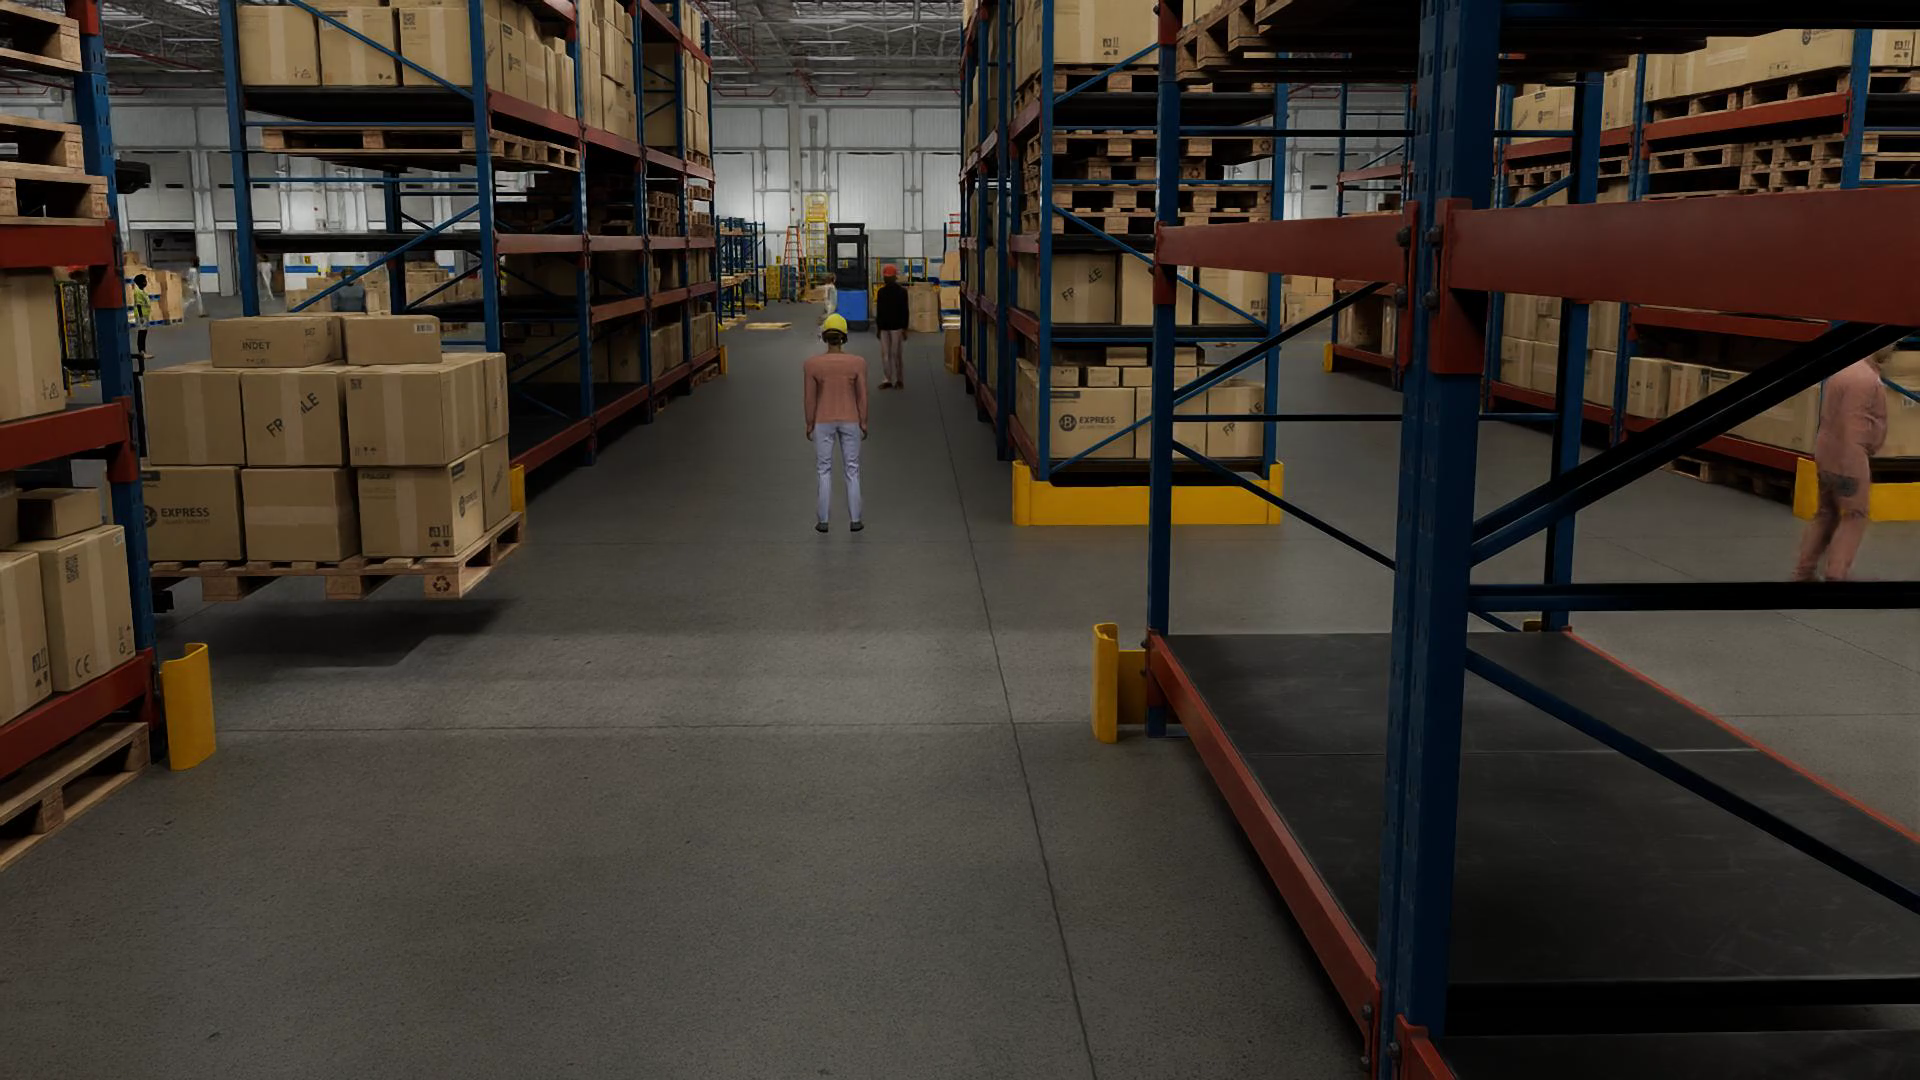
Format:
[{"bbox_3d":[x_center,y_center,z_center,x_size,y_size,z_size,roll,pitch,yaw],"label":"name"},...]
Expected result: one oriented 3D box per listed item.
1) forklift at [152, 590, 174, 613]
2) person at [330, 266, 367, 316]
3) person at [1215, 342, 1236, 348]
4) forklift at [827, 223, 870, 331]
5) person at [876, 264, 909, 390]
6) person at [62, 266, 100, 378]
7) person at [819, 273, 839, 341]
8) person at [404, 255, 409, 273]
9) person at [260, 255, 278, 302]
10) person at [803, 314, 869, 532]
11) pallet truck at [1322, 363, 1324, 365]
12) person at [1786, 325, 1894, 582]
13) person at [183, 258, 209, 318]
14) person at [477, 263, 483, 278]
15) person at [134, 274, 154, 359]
[{"bbox_3d":[-5.858,-0.811,9.639,1.873,2.768,1.129,-1,10,-3],"label":"forklift"},{"bbox_3d":[-10.154,-3.588,27.733,0.376,1.940,0.629,9,14,42],"label":"person"},{"bbox_3d":[5.936,-5.209,36.765,0.372,1.940,0.630,-5,11,-26],"label":"person"},{"bbox_3d":[-2.942,-6.881,43.454,1.129,2.768,1.873,0,10,-2],"label":"forklift"},{"bbox_3d":[-1.099,-3.388,26.469,0.622,1.990,0.398,7,12,35],"label":"person"},{"bbox_3d":[-15.045,-3.776,28.567,0.850,2.021,0.618,8,13,38],"label":"person"},{"bbox_3d":[-2.971,-5.315,38.220,0.378,1.627,0.529,-5,11,-25],"label":"person"},{"bbox_3d":[-18.663,-8.631,55.959,0.988,1.894,0.629,-8,13,-39],"label":"person"},{"bbox_3d":[-27.138,-10.260,65.238,0.971,1.819,0.539,5,11,26],"label":"person"},{"bbox_3d":[-0.999,-0.937,13.449,0.525,1.769,0.313,-1,10,-6],"label":"person"},{"bbox_3d":[7.712,-4.157,30.737,1.885,1.965,0.823,3,11,16],"label":"pallet truck"},{"bbox_3d":[5.684,-0.506,10.720,0.492,1.885,0.705,3,11,15],"label":"person"},{"bbox_3d":[-23.681,-7.758,51.222,0.786,1.856,0.620,-6,12,-31],"label":"person"},{"bbox_3d":[-16.707,-9.127,58.654,0.588,1.922,0.395,-5,11,-27],"label":"person"},{"bbox_3d":[-16.398,-4.481,33.379,0.317,1.695,0.540,-3,11,-15],"label":"person"}]
